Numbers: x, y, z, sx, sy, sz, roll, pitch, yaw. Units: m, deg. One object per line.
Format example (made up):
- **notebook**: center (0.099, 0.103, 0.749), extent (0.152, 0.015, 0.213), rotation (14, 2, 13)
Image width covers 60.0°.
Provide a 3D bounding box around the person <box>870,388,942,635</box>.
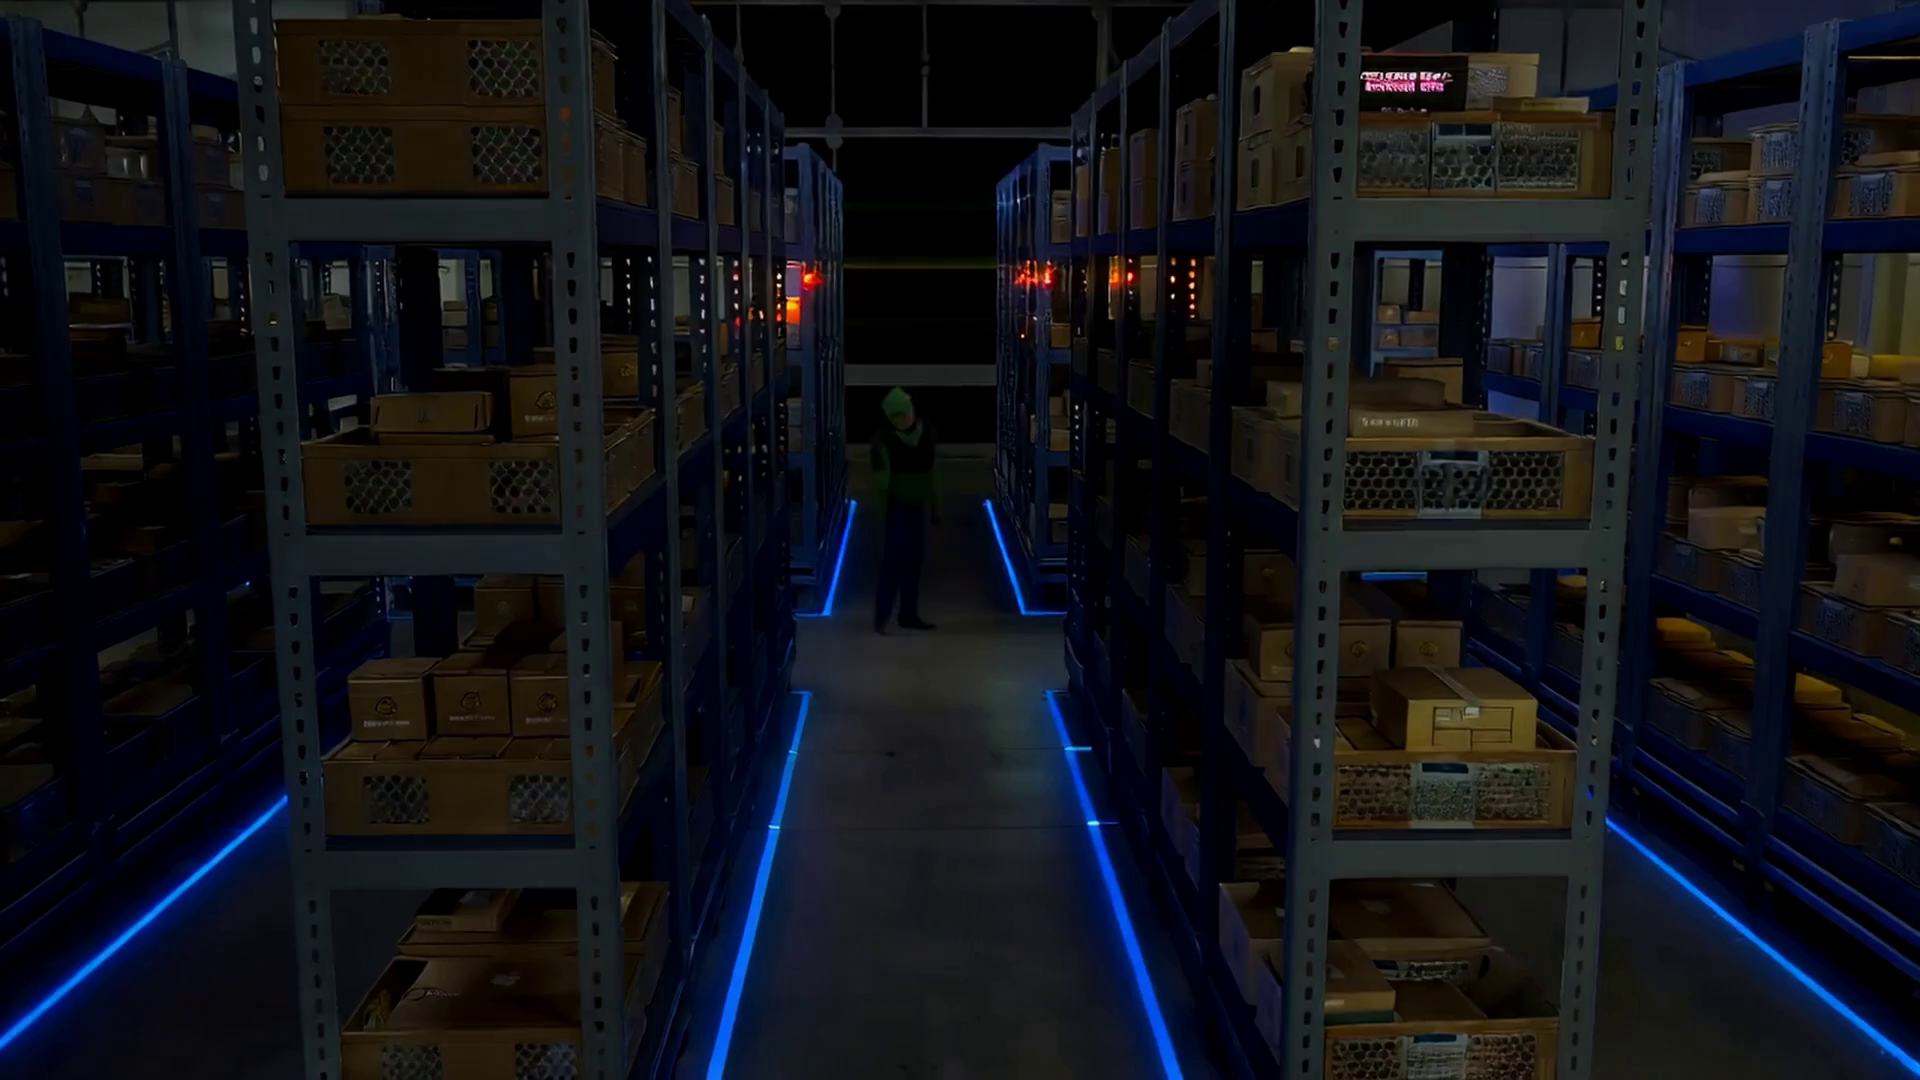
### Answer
- **person**: center (-0.414, -0.215, 12.226), extent (0.606, 1.811, 0.393), rotation (-9, 13, -43)
